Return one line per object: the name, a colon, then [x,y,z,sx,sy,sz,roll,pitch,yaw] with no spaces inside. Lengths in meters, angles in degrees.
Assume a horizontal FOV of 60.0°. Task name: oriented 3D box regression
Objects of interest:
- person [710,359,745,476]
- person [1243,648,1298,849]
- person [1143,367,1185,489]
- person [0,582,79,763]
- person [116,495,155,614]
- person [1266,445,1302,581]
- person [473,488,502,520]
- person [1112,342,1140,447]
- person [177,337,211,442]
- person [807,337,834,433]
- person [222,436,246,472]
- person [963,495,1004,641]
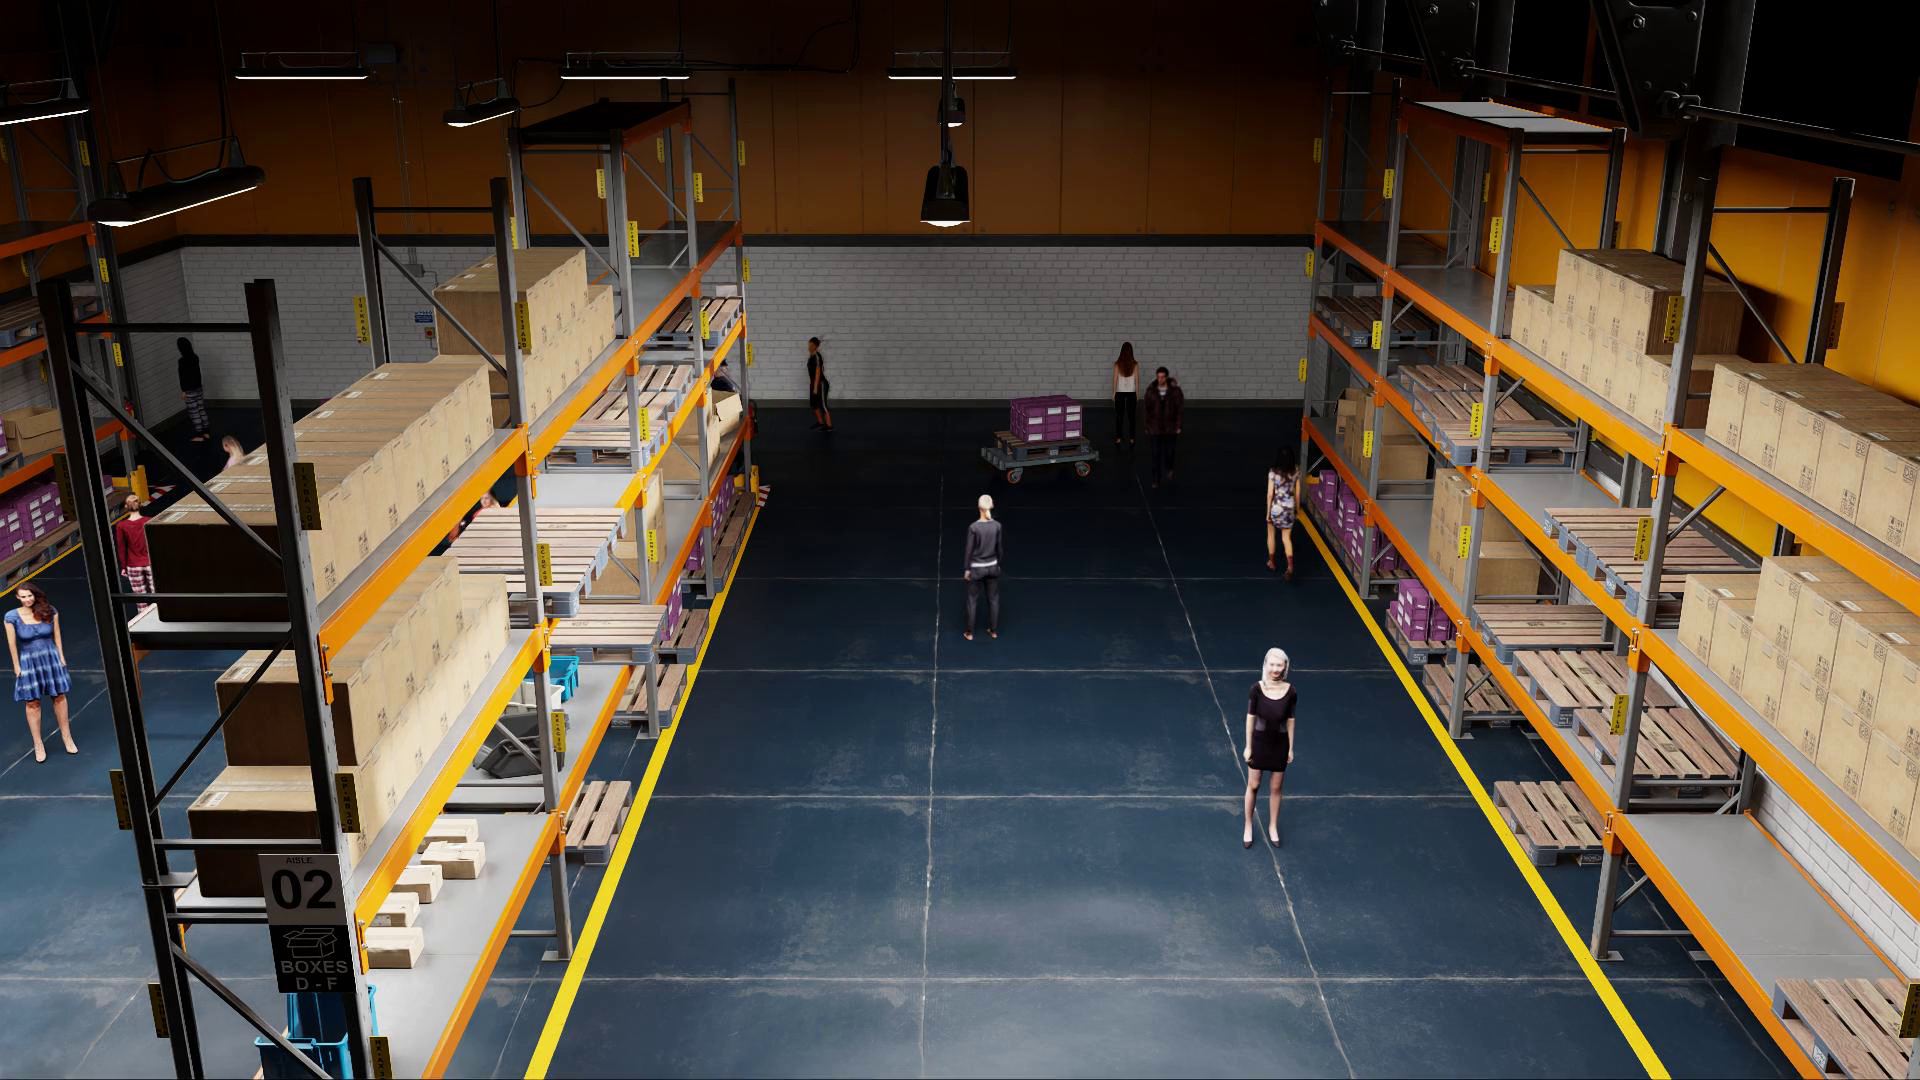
person: [-3.528,-1.831,25.265,1.042,1.844,1.009,-11,21,-29]
person: [2.689,1.807,14.483,0.577,1.829,0.486,0,19,1]
person: [3.052,-1.702,24.900,0.867,1.831,0.944,5,19,14]
person: [-8.923,1.261,16.141,0.751,1.806,0.789,-15,24,-37]
person: [-9.449,0.280,19.226,0.719,1.697,0.731,-10,21,-27]
person: [4.090,-0.323,21.004,0.662,1.705,1.088,-2,19,-4]
person: [-5.437,0.181,19.544,0.618,1.680,0.601,1,19,4]
person: [2.706,-2.377,27.076,0.583,1.722,0.503,1,19,3]
person: [-12.644,-2.491,27.399,0.716,1.732,0.536,5,19,14]
person: [-2.319,-2.606,27.895,0.777,1.634,0.717,-5,19,-14]
person: [-9.298,-0.551,21.725,0.706,1.677,0.858,0,19,0]
person: [0.290,0.315,19.083,0.696,1.721,0.654,-6,20,-18]
